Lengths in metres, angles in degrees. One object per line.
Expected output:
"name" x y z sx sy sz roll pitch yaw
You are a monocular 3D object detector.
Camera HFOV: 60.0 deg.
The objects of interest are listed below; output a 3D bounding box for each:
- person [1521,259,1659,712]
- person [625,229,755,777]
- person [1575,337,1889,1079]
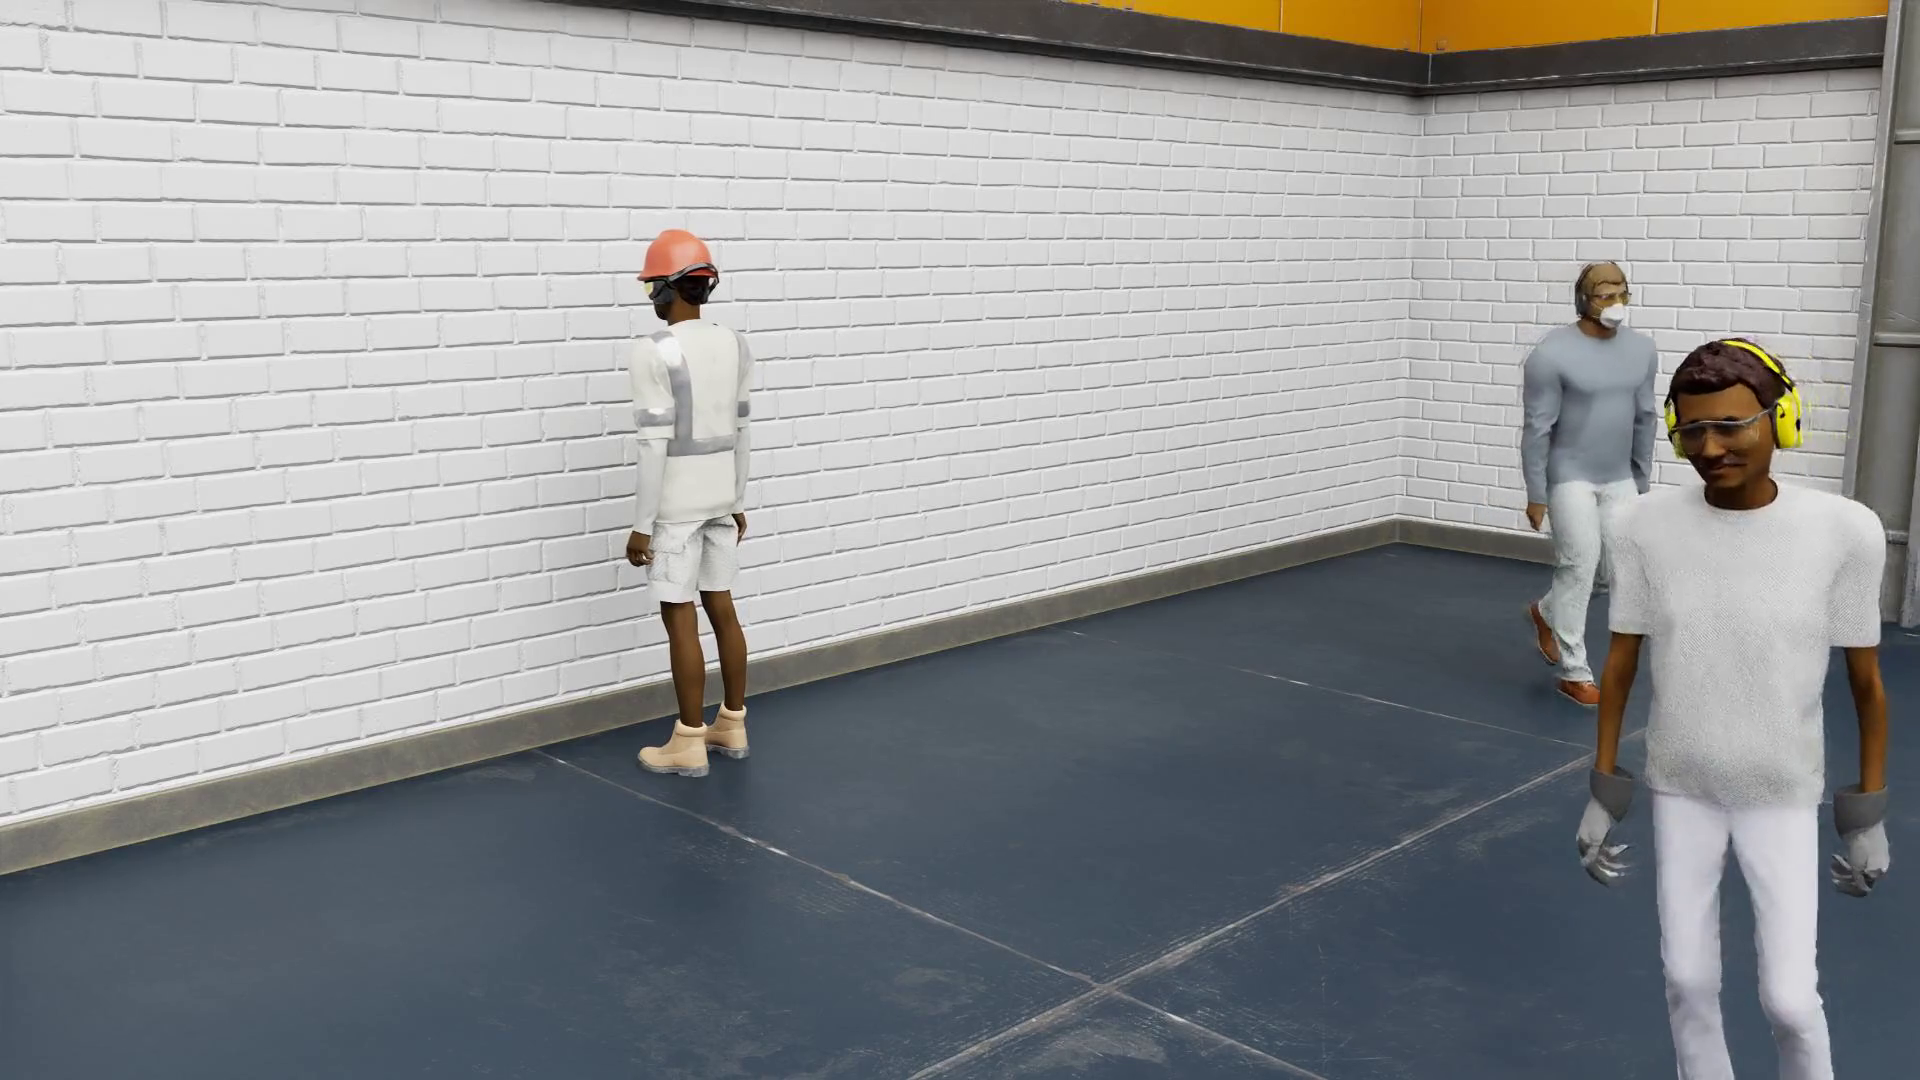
"person" 2.676 -0.252 7.236 0.648 1.922 0.621 -3 11 -18
"person" -1.036 -0.134 6.268 0.379 2.041 0.616 6 12 31
"person" 1.540 0.514 3.318 0.548 1.834 0.462 7 13 34
